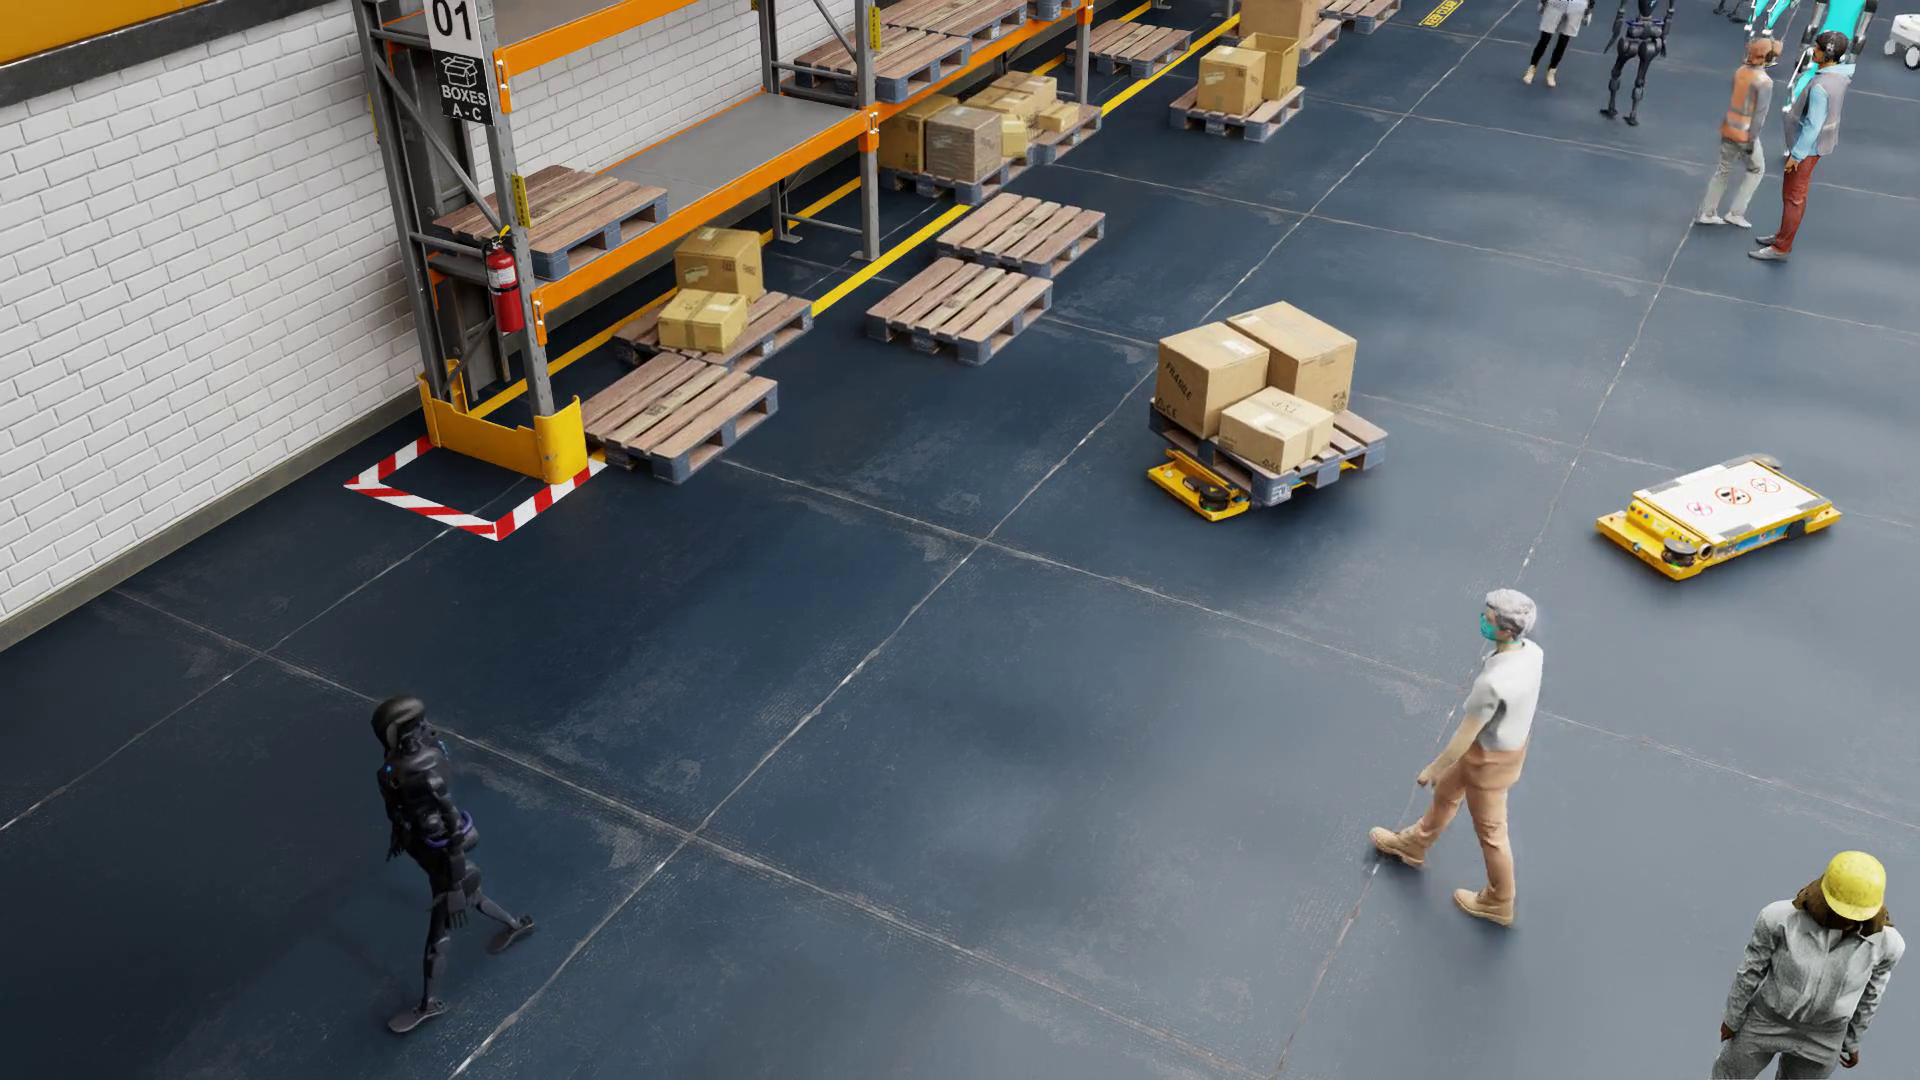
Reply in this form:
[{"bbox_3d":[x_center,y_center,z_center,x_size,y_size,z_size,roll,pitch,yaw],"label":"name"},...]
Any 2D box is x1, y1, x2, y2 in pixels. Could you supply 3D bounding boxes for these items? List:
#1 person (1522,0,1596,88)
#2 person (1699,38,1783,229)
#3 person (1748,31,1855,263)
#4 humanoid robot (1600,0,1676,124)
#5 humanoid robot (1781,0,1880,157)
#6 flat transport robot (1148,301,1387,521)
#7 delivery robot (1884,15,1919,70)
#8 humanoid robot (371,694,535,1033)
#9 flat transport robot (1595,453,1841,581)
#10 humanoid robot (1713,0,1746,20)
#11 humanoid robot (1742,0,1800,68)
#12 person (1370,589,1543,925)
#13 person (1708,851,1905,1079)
[{"bbox_3d":[6.285,-5.508,17.211,0.585,1.658,0.348,10,35,15],"label":"person"},{"bbox_3d":[6.691,-3.443,14.120,0.512,1.622,0.523,-4,34,-6],"label":"person"},{"bbox_3d":[6.874,-3.179,13.498,0.409,1.878,0.536,20,38,27],"label":"person"},{"bbox_3d":[6.693,-4.962,16.378,0.601,1.643,0.443,1,33,2],"label":"humanoid robot"},{"bbox_3d":[7.924,-4.297,15.347,0.543,1.799,0.784,24,40,32],"label":"humanoid robot"},{"bbox_3d":[2.003,-0.534,10.956,1.431,0.231,0.659,-20,38,-27],"label":"flat transport robot"},{"bbox_3d":[10.535,-5.470,18.180,0.499,0.612,0.805,-5,34,-8],"label":"delivery robot"},{"bbox_3d":[-2.198,1.286,6.966,0.783,1.625,0.600,-27,42,-35],"label":"humanoid robot"},{"bbox_3d":[4.750,-0.159,10.388,1.431,0.231,0.659,-16,37,-23],"label":"flat transport robot"},{"bbox_3d":[9.153,-6.909,19.329,0.405,1.638,0.590,-12,35,-18],"label":"humanoid robot"},{"bbox_3d":[8.551,-5.811,17.487,0.533,1.677,0.735,28,43,35],"label":"humanoid robot"},{"bbox_3d":[2.252,0.935,7.425,0.833,1.712,0.484,19,38,26],"label":"person"},{"bbox_3d":[3.057,1.795,6.095,0.492,1.742,0.318,9,34,13],"label":"person"}]
